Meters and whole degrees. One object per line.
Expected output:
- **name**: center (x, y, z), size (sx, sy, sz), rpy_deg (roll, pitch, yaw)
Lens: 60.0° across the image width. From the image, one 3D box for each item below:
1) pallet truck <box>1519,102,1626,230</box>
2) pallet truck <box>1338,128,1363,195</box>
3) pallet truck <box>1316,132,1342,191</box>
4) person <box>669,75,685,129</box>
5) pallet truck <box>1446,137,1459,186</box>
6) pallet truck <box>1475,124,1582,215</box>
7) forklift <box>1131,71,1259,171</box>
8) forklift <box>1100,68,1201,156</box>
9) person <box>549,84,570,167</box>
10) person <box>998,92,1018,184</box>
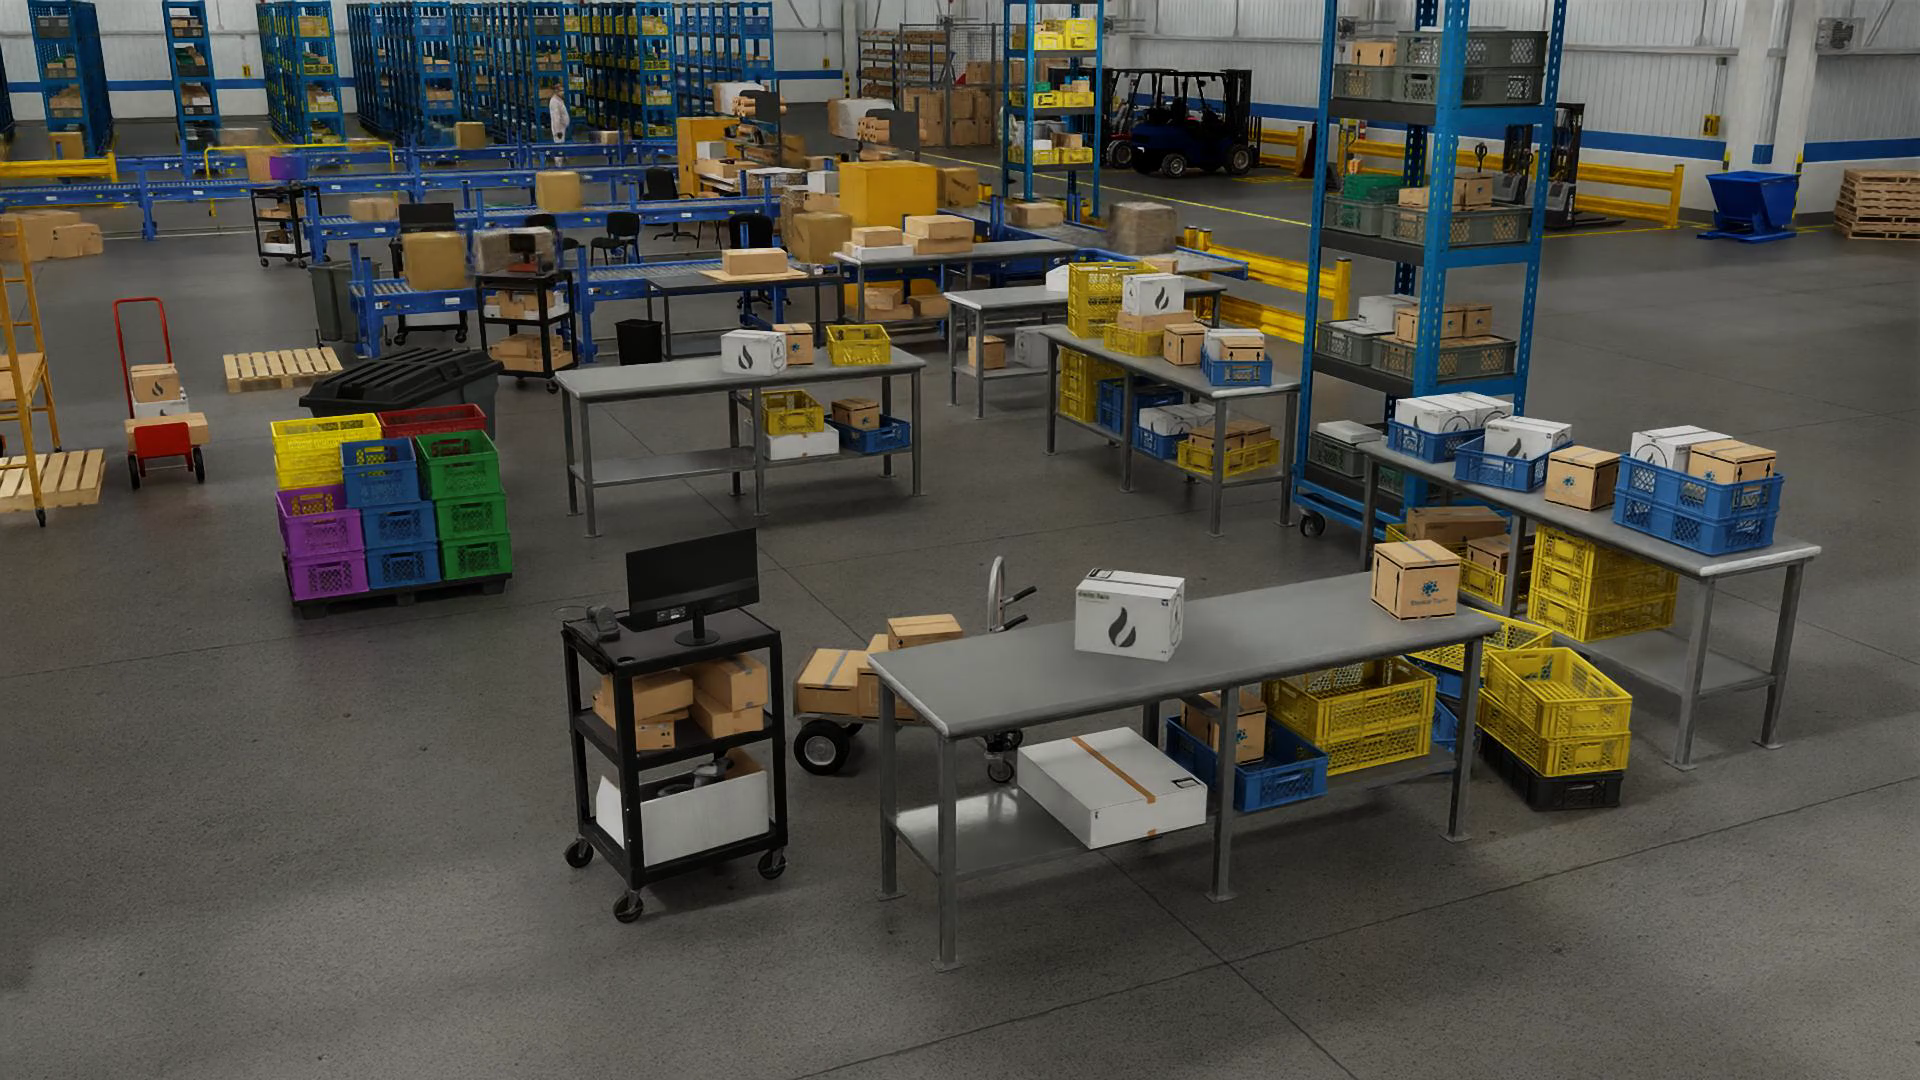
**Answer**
- **pallet truck**: center (9.972, -6.037, 26.785), size (1.885, 1.965, 0.823), rpy_deg (-9, 20, -25)
- **pallet truck**: center (7.845, -7.140, 31.411), size (1.522, 1.261, 0.704), rpy_deg (-9, 20, -25)
- **pallet truck**: center (7.723, -7.504, 32.656), size (1.601, 1.201, 0.680), rpy_deg (-8, 19, -23)
- **person**: center (-7.942, -12.227, 46.546), size (0.439, 1.831, 0.606), rpy_deg (-13, 22, -35)
- **pallet truck**: center (9.184, -6.485, 29.328), size (1.630, 1.274, 0.653), rpy_deg (-8, 19, -23)
- **pallet truck**: center (9.707, -6.455, 28.103), size (1.885, 1.965, 0.823), rpy_deg (-7, 19, -20)
- **forklift**: center (4.998, -8.936, 35.413), size (2.680, 1.987, 1.157), rpy_deg (-9, 20, -25)
- **forklift**: center (4.082, -9.564, 37.410), size (2.680, 1.987, 1.157), rpy_deg (-8, 19, -23)
- **person**: center (-8.521, -8.751, 35.498), size (0.401, 1.901, 0.642), rpy_deg (-3, 18, -8)
- **person**: center (0.968, -8.137, 33.675), size (0.404, 1.827, 0.599), rpy_deg (3, 18, 10)
